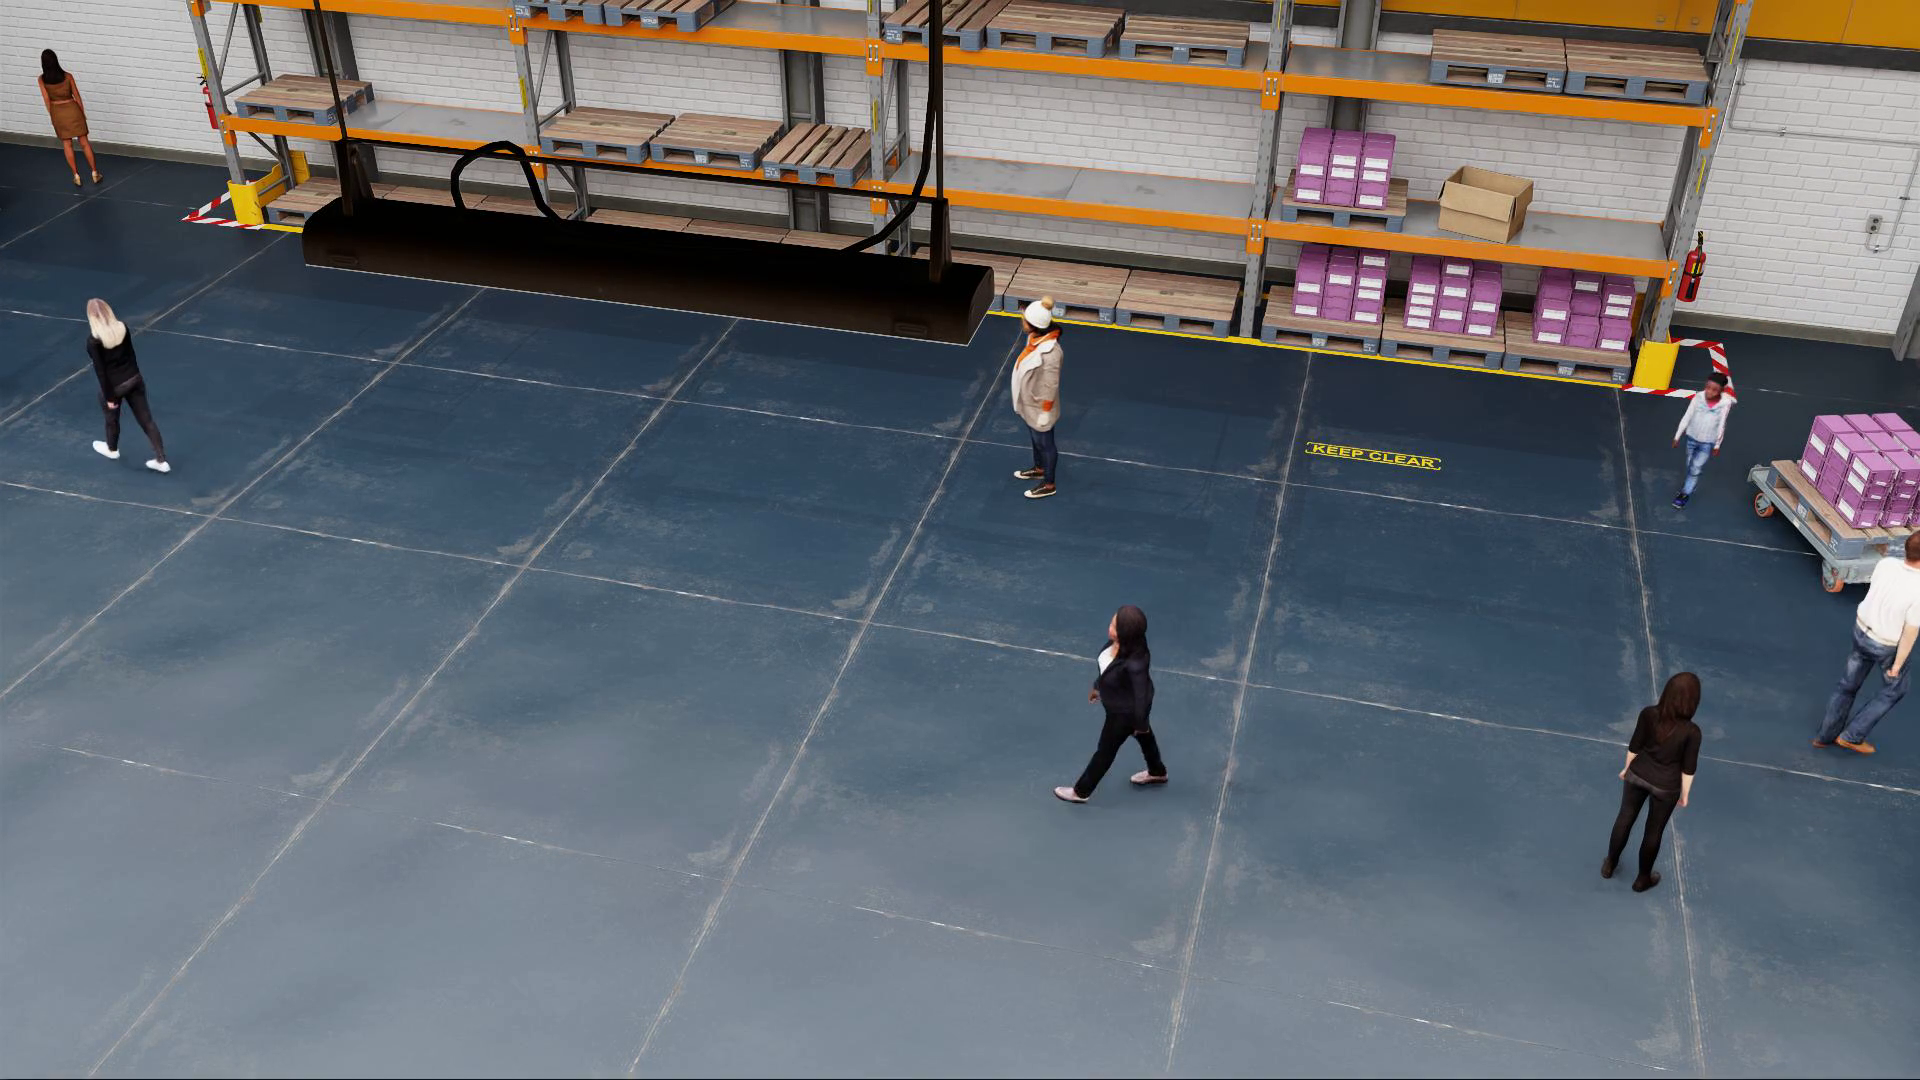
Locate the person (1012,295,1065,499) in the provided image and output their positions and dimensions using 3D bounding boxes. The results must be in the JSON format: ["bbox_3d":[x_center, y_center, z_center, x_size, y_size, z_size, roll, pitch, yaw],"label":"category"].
[{"bbox_3d":[0.716,-1.272,14.440,0.828,1.898,0.809,-7,34,-10],"label":"person"}]

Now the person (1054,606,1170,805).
[{"bbox_3d":[1.204,1.095,11.175,1.162,1.570,0.900,-4,34,-6],"label":"person"}]

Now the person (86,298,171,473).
[{"bbox_3d":[-7.348,-1.325,14.741,1.100,1.653,0.786,15,37,22],"label":"person"}]

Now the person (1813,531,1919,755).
[{"bbox_3d":[6.255,0.732,11.481,0.841,1.835,0.809,-10,35,-14],"label":"person"}]

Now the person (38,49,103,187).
[{"bbox_3d":[-11.049,-5.235,20.591,0.627,1.690,0.699,-15,36,-21],"label":"person"}]

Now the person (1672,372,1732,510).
[{"bbox_3d":[6.504,-0.916,14.502,0.798,1.237,0.797,-27,42,-35],"label":"person"}]

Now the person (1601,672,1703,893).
[{"bbox_3d":[4.368,1.517,10.476,0.599,1.640,0.724,27,42,34],"label":"person"}]
